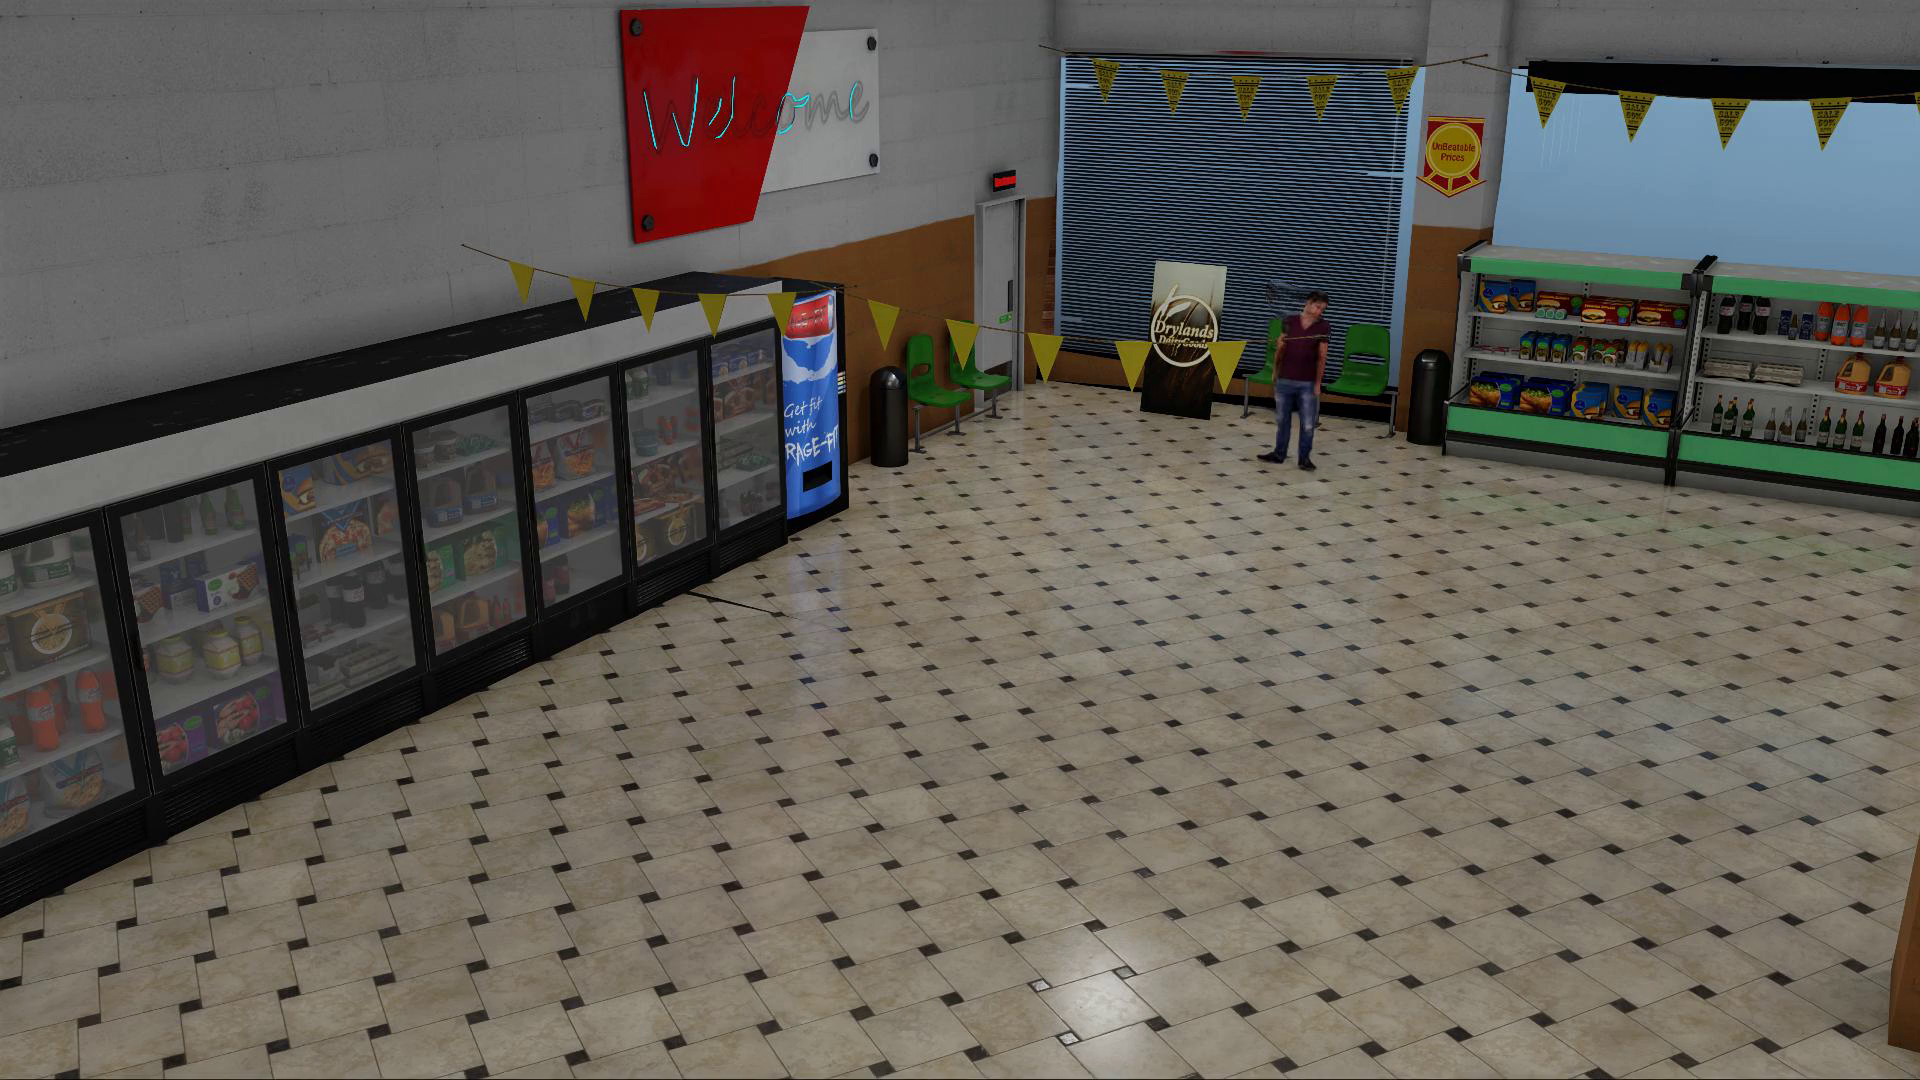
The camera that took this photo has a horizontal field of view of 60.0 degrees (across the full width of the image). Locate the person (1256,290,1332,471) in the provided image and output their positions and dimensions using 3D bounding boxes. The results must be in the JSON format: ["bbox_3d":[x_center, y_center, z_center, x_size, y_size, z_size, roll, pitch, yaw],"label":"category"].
[{"bbox_3d":[3.306,-1.610,16.502,0.477,1.820,0.917,18,25,42],"label":"person"}]
